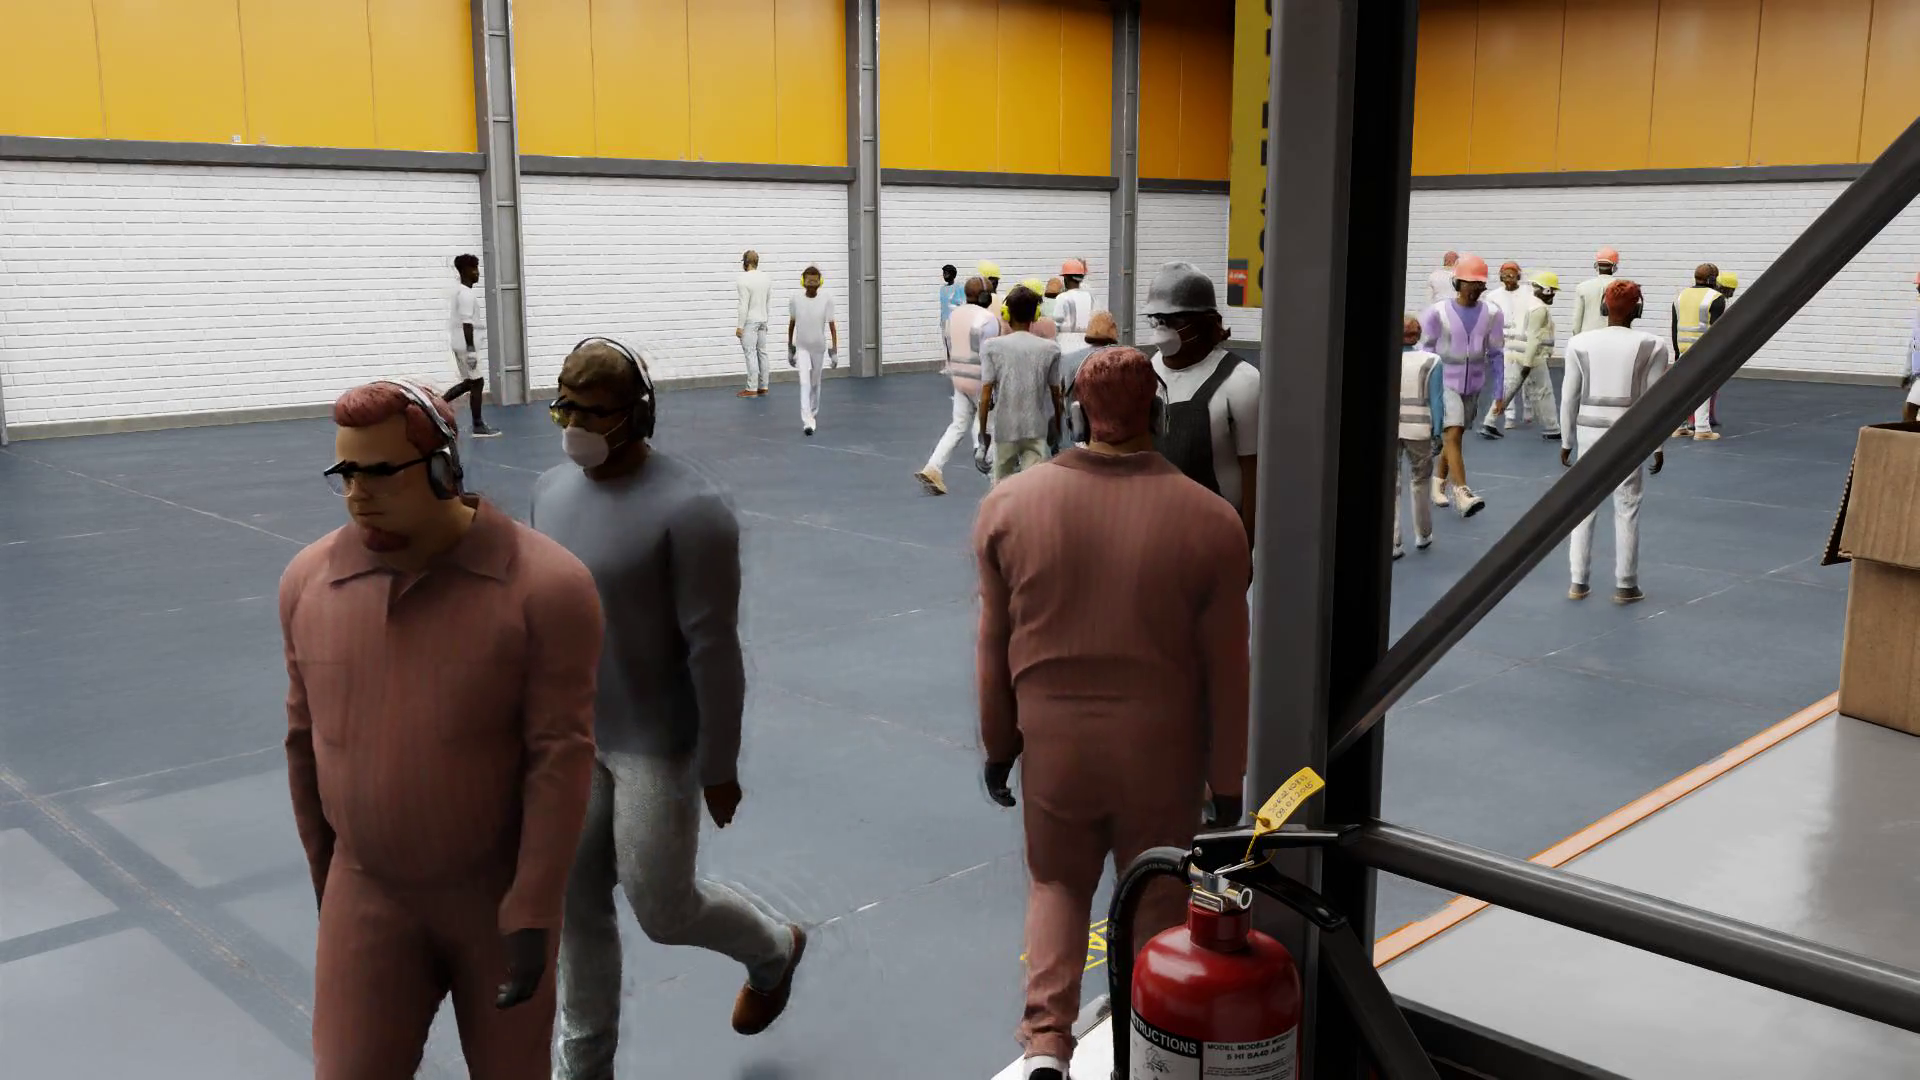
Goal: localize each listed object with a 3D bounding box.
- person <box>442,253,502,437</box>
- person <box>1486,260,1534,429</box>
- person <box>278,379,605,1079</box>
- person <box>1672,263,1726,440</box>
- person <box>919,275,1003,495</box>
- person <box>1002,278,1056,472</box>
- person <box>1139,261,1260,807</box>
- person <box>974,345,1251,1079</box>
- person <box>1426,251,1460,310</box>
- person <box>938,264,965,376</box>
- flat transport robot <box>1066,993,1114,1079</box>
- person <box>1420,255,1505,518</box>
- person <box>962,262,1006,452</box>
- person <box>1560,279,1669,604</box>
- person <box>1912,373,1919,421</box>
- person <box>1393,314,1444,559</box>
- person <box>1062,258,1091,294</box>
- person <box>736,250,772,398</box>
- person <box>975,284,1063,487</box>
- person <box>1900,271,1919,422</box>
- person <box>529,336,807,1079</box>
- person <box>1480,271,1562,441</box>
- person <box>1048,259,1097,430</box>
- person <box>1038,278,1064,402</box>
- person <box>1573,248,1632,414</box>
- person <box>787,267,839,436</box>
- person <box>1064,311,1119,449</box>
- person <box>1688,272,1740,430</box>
[{"bbox_3d":[-5.273,-2.041,17.513,0.694,1.951,0.603,-5,11,-25],"label":"person"},{"bbox_3d":[6.120,-2.151,18.373,0.621,1.856,0.560,5,12,25],"label":"person"},{"bbox_3d":[-0.968,0.646,3.067,0.638,1.879,0.601,0,10,3],"label":"person"},{"bbox_3d":[7.753,-1.968,17.423,0.429,1.840,0.637,-5,11,-23],"label":"person"},{"bbox_3d":[0.075,-1.266,13.681,0.858,1.818,0.629,-8,13,-36],"label":"person"},{"bbox_3d":[0.649,-1.484,15.007,0.560,1.745,0.566,6,12,29],"label":"person"},{"bbox_3d":[0.809,-0.019,6.248,0.684,2.000,0.536,9,14,41],"label":"person"},{"bbox_3d":[0.348,0.497,3.854,0.664,1.885,0.519,3,11,14],"label":"person"},{"bbox_3d":[7.159,-3.267,24.347,0.639,1.902,0.407,5,12,27],"label":"person"},{"bbox_3d":[-0.135,-3.351,25.378,0.319,1.691,0.531,-8,13,-38],"label":"person"},{"bbox_3d":[0.306,1.358,3.570,0.652,0.197,1.431,7,12,34],"label":"flat transport robot"},{"bbox_3d":[3.847,-1.173,12.722,0.634,1.969,1.082,-1,10,-6],"label":"person"},{"bbox_3d":[0.284,-1.812,16.516,0.590,1.867,1.015,1,10,8],"label":"person"},{"bbox_3d":[3.793,-0.569,9.673,0.584,1.882,0.337,6,12,31],"label":"person"},{"bbox_3d":[10.217,-1.825,17.339,0.861,1.590,0.525,-2,11,-8],"label":"person"},{"bbox_3d":[2.984,-0.703,11.136,0.529,1.602,0.786,4,11,22],"label":"person"},{"bbox_3d":[1.528,-2.819,22.094,0.455,1.827,0.532,-9,14,-42],"label":"person"},{"bbox_3d":[-2.734,-2.845,21.937,0.364,1.939,0.636,6,12,29],"label":"person"},{"bbox_3d":[0.350,-0.624,10.107,0.559,1.827,0.943,-1,10,-5],"label":"person"},{"bbox_3d":[8.740,-1.528,14.908,0.987,1.897,0.560,1,10,6],"label":"person"},{"bbox_3d":[-0.721,0.459,4.004,0.650,1.916,0.735,8,13,37],"label":"person"},{"bbox_3d":[5.889,-1.894,17.239,0.962,1.778,0.597,0,10,2],"label":"person"},{"bbox_3d":[1.185,-2.024,17.614,0.996,1.890,0.546,10,14,42],"label":"person"},{"bbox_3d":[1.119,-2.360,20.169,0.509,1.622,0.317,2,11,13],"label":"person"},{"bbox_3d":[7.082,-2.216,18.351,0.614,1.994,0.381,6,12,28],"label":"person"},{"bbox_3d":[-1.582,-2.033,17.913,0.532,1.801,1.081,-1,10,-8],"label":"person"},{"bbox_3d":[1.007,-0.839,11.918,0.523,1.585,0.825,3,11,15],"label":"person"},{"bbox_3d":[8.324,-2.061,18.240,0.753,1.726,0.534,-4,11,-20],"label":"person"}]
